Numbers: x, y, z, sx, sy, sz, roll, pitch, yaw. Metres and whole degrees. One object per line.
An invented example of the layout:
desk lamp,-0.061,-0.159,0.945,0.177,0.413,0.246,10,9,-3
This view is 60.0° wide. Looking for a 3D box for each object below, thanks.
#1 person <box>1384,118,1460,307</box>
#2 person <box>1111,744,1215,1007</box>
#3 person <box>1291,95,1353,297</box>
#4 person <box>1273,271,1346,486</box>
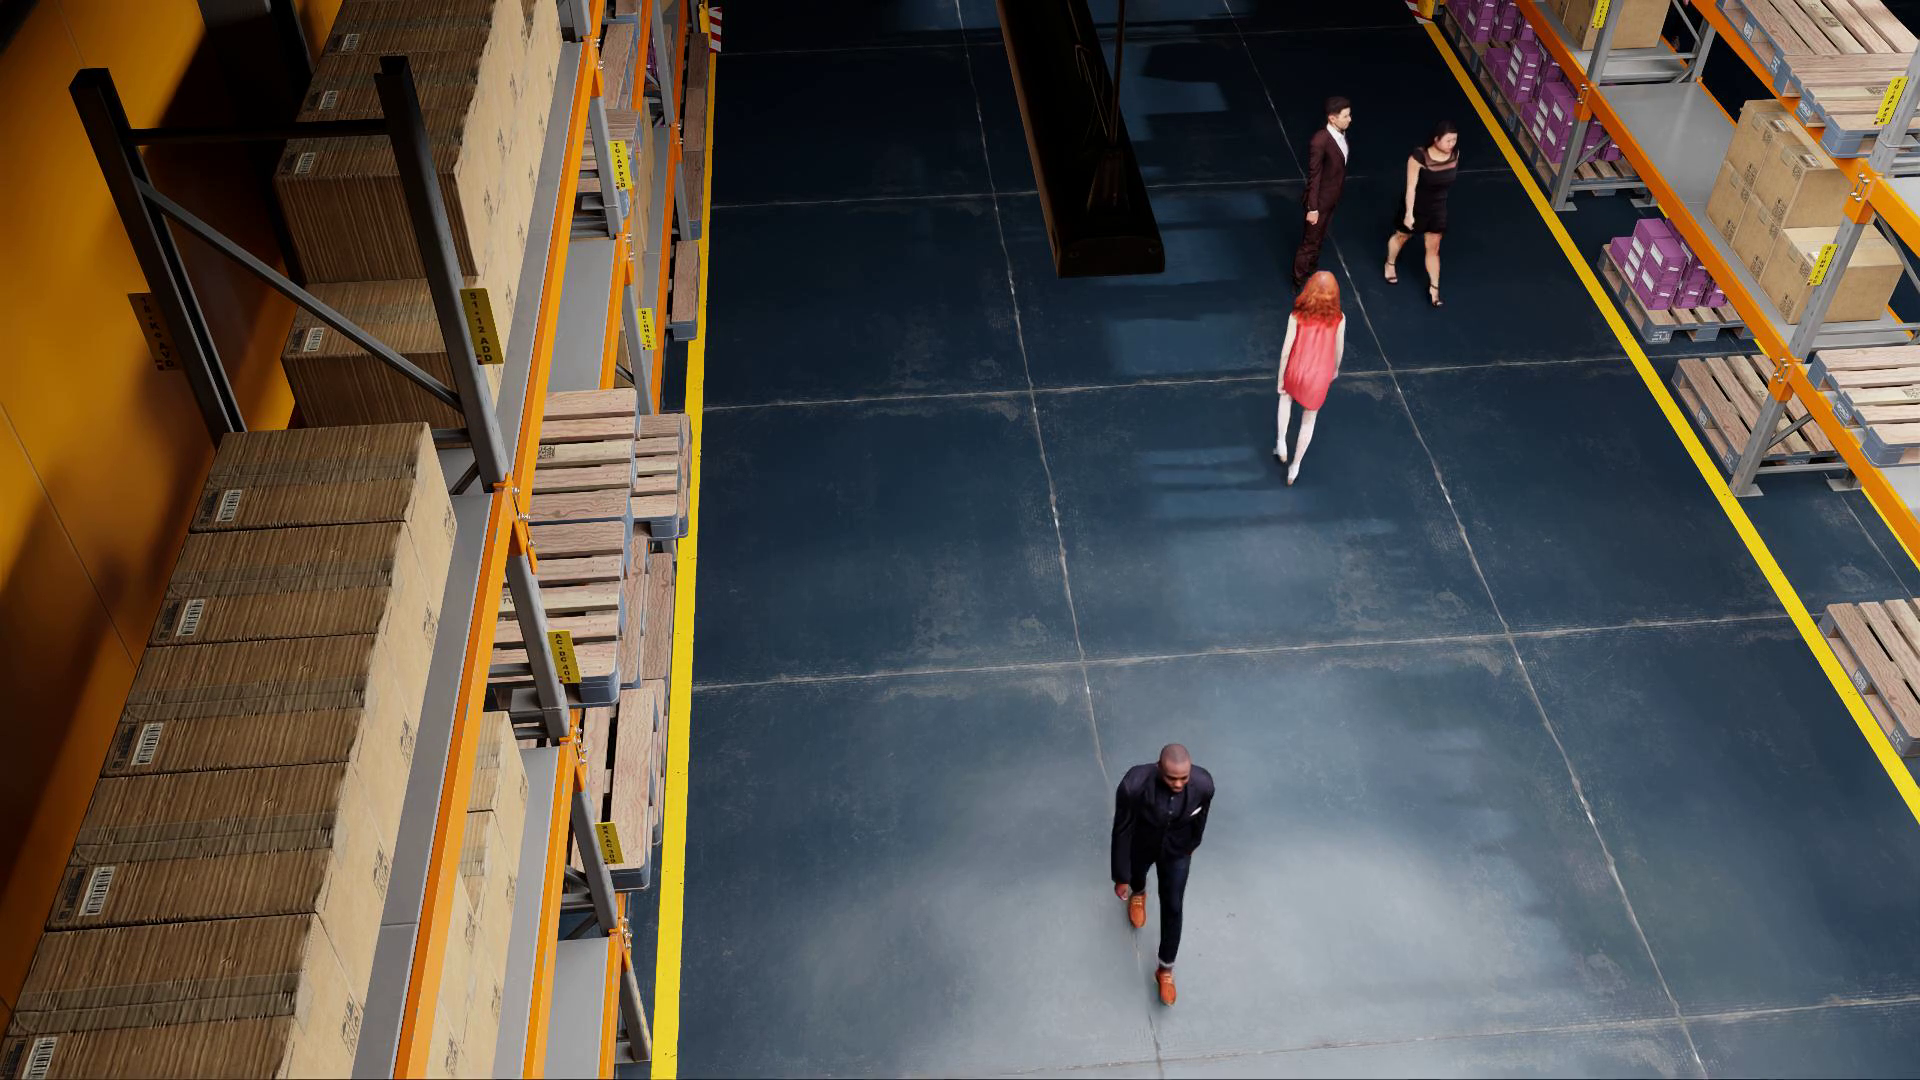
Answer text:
person,3.845,-2.839,14.070,0.790,1.686,1.032,-12,45,-13
person,1.091,1.639,9.303,0.791,1.776,1.151,2,44,2
person,3.043,-2.897,14.000,0.840,1.865,0.739,21,47,21
person,2.550,-1.130,12.186,0.686,1.810,0.739,9,44,9
